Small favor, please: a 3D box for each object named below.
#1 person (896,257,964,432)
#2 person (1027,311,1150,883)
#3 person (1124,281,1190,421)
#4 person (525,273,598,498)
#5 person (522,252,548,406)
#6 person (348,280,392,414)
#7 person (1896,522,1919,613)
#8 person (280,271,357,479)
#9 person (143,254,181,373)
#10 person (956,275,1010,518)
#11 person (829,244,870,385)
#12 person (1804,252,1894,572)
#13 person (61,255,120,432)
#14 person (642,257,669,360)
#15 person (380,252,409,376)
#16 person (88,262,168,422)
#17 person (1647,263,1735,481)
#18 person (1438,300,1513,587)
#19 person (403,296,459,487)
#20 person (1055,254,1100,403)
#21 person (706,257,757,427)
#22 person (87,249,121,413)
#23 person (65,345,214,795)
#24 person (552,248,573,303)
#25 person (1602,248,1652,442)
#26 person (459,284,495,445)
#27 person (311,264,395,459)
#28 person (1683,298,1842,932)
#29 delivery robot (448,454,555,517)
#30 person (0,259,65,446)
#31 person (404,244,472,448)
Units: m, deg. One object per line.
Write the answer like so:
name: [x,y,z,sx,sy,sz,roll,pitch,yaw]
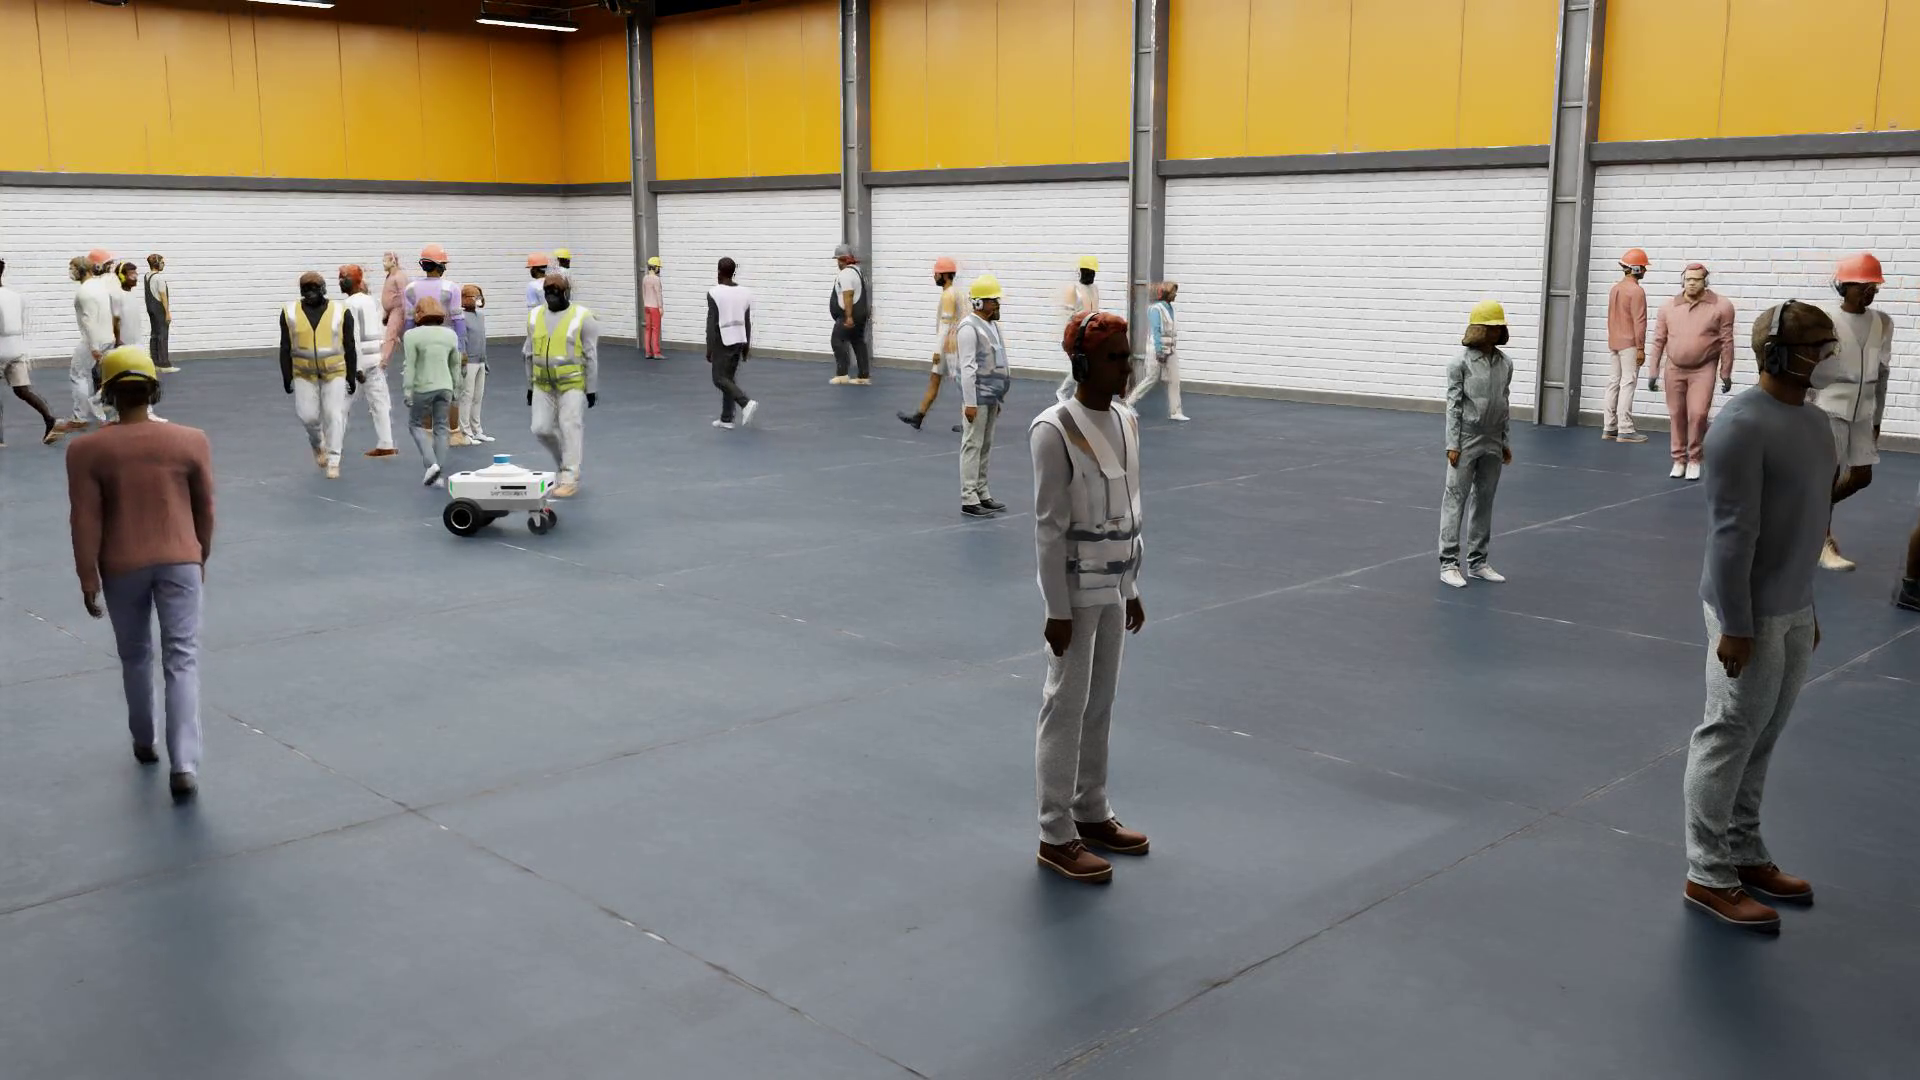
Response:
person: [-0.222,-2.100,18.000,0.957,1.888,0.569,1,10,3]
person: [0.444,0.182,5.586,0.355,1.882,0.574,6,12,32]
person: [2.288,-2.187,19.241,0.751,1.609,0.517,9,14,41]
person: [-3.255,-1.266,13.620,0.648,1.827,0.468,3,11,14]
person: [-5.225,-2.612,20.738,0.497,1.921,0.547,7,13,35]
person: [-7.207,-2.297,19.837,0.792,1.601,0.549,-2,11,-13]
person: [5.636,-0.468,9.068,0.575,1.898,0.938,-6,12,-31]
person: [-5.664,-1.465,14.721,0.645,1.823,0.534,-3,11,-15]
person: [-12.458,-3.522,25.881,0.514,1.845,0.337,7,12,33]
person: [0.180,-1.095,12.683,0.404,1.833,0.591,4,11,21]
person: [-1.613,-3.215,23.673,0.700,2.000,0.755,3,11,14]
person: [5.638,-0.831,10.707,0.611,2.031,0.615,-1,10,-7]
person: [-9.551,-2.129,18.131,0.818,1.909,0.635,-1,10,-7]
person: [-5.260,-3.985,28.650,0.327,1.760,0.523,-9,14,-40]
person: [-8.623,-3.394,25.109,0.960,1.862,0.676,-6,12,-29]
person: [-9.510,-2.227,18.859,0.810,1.844,0.500,1,10,3]
person: [6.333,-1.457,14.492,0.680,1.886,0.614,8,13,38]
person: [3.177,-0.589,10.167,0.485,1.744,0.295,-5,11,-25]
person: [-4.482,-1.249,14.092,0.538,1.613,0.341,-10,14,-43]
person: [1.484,-2.483,20.049,0.466,1.909,0.583,9,13,39]
person: [-2.513,-2.160,18.313,0.690,1.895,0.601,8,13,38]
person: [-10.290,-2.508,20.021,0.779,1.963,0.617,1,10,7]
person: [-3.151,0.108,6.457,0.510,1.710,0.878,-5,12,-27]
person: [-6.874,-4.073,28.698,0.617,1.914,0.600,-7,13,-34]
person: [6.927,-2.014,17.250,0.375,1.995,0.611,-1,10,-7]
person: [-4.989,-1.799,17.062,0.264,1.632,0.508,2,11,12]
person: [-5.831,-1.687,15.861,0.884,1.848,0.585,2,11,11]
person: [2.517,0.225,5.194,0.631,1.940,0.372,-10,14,-43]
delivery robot: [-3.293,-0.373,11.975,0.707,0.478,0.477,0,10,0]
person: [-9.550,-1.886,16.710,0.885,1.941,0.611,2,11,12]
person: [-5.240,-1.940,16.714,0.605,2.045,0.377,2,11,8]
